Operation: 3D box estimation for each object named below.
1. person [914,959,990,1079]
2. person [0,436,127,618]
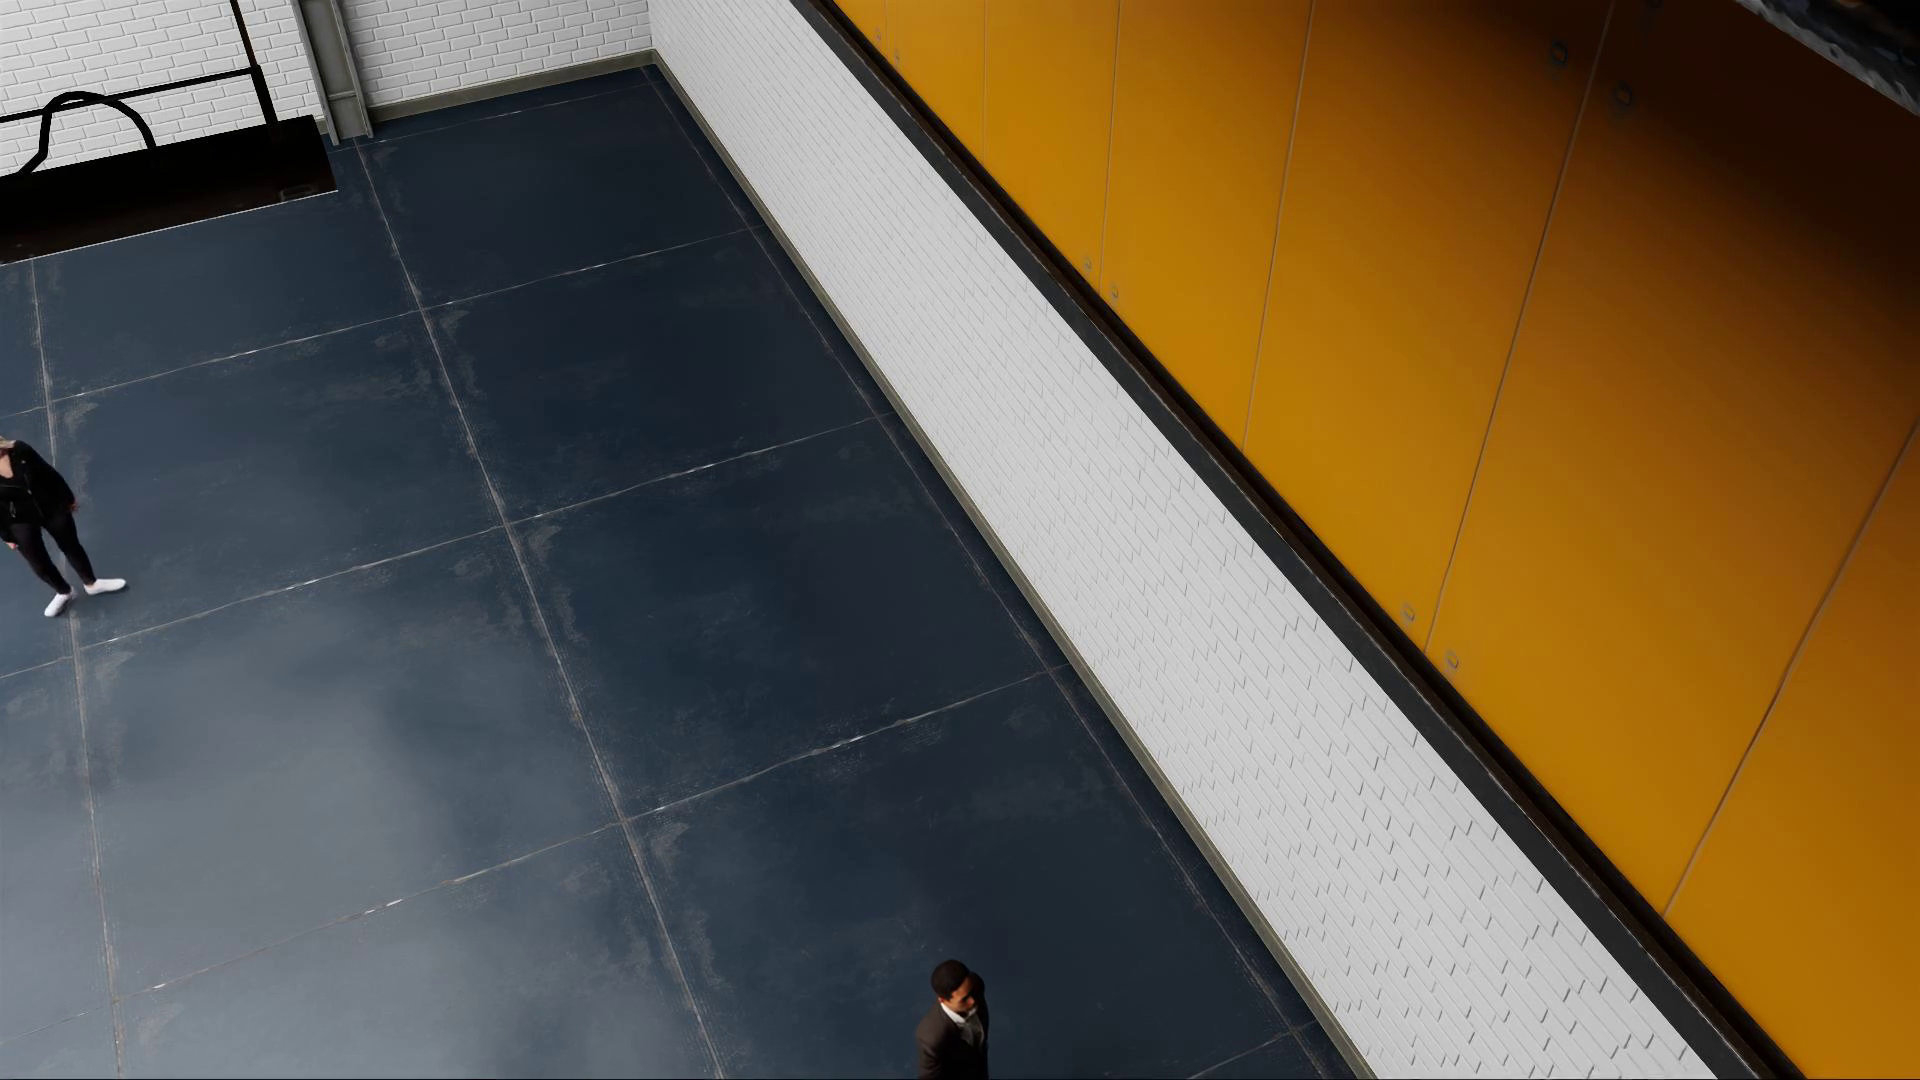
[{"bbox_3d":[-0.043,2.618,8.201,0.811,1.805,0.702,21,47,20],"label":"person"},{"bbox_3d":[-6.212,-0.178,11.235,0.835,1.667,0.587,28,50,26],"label":"person"}]
